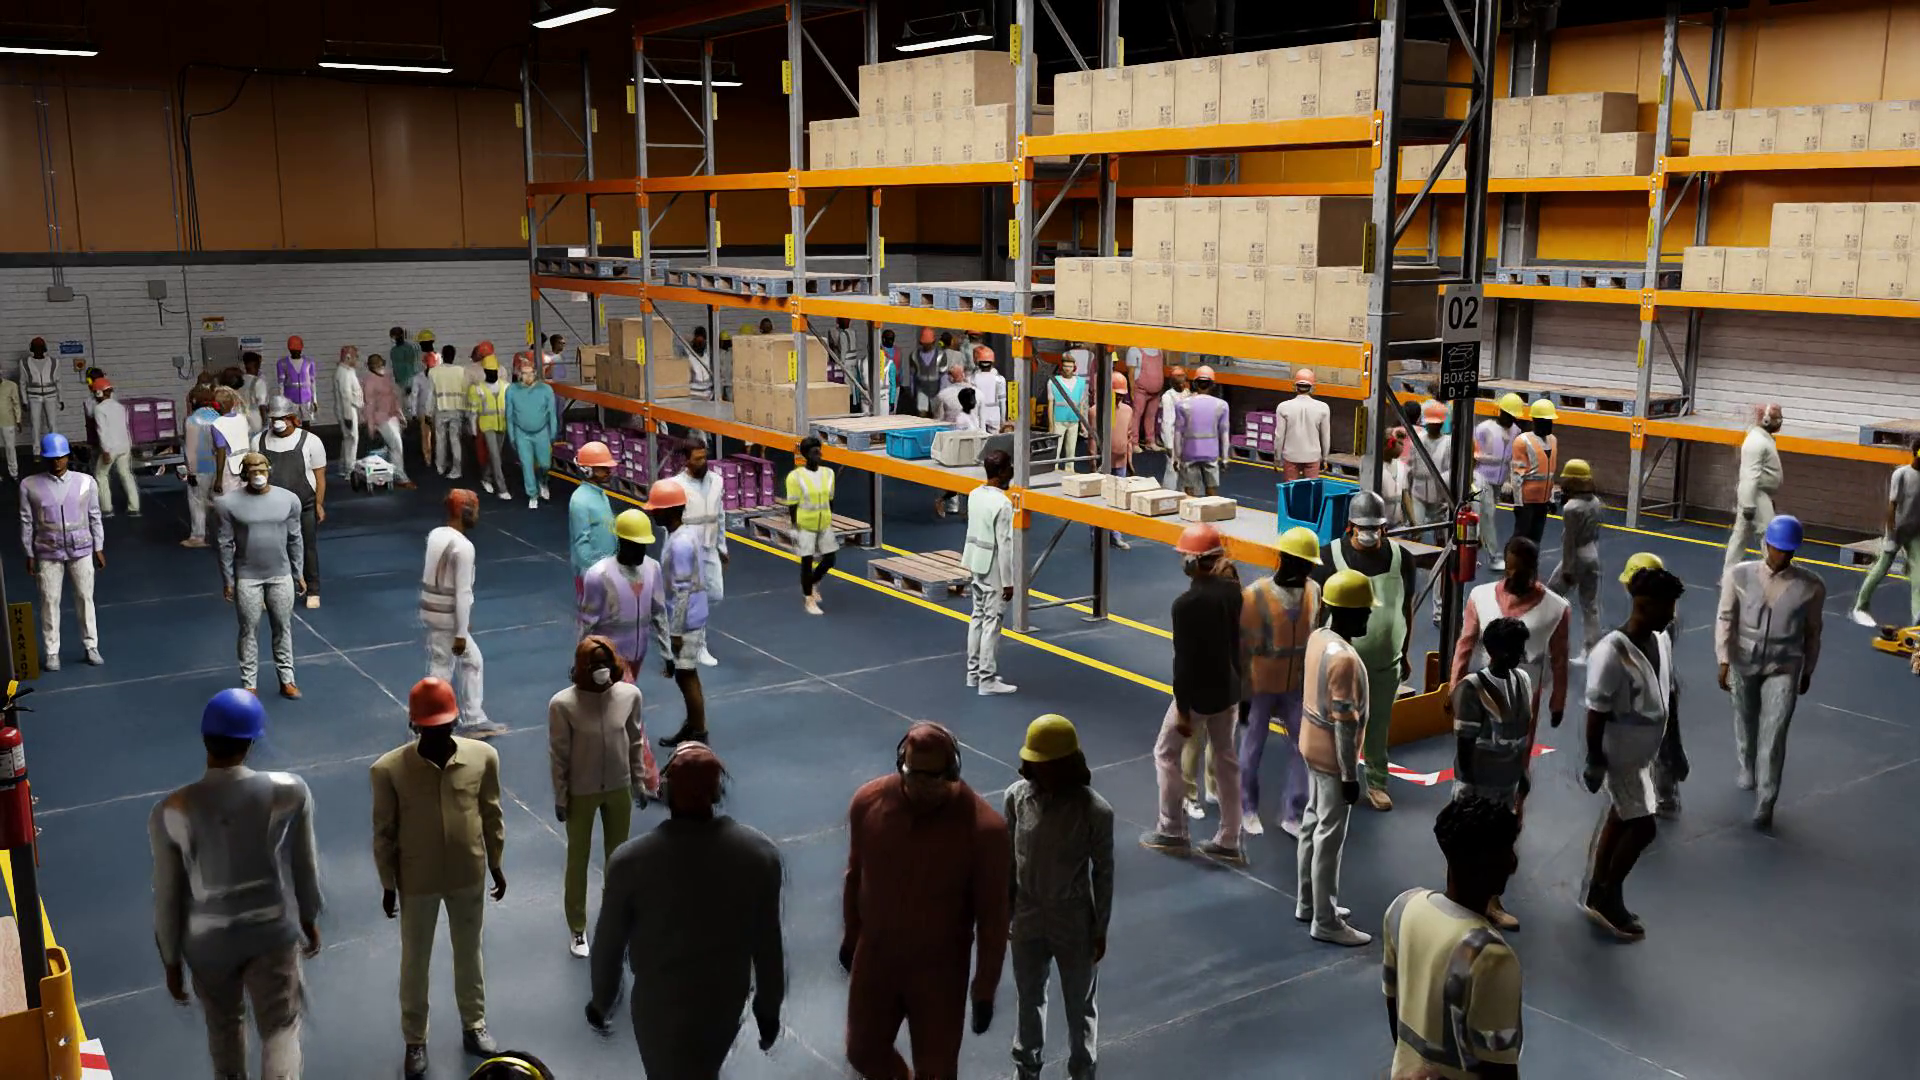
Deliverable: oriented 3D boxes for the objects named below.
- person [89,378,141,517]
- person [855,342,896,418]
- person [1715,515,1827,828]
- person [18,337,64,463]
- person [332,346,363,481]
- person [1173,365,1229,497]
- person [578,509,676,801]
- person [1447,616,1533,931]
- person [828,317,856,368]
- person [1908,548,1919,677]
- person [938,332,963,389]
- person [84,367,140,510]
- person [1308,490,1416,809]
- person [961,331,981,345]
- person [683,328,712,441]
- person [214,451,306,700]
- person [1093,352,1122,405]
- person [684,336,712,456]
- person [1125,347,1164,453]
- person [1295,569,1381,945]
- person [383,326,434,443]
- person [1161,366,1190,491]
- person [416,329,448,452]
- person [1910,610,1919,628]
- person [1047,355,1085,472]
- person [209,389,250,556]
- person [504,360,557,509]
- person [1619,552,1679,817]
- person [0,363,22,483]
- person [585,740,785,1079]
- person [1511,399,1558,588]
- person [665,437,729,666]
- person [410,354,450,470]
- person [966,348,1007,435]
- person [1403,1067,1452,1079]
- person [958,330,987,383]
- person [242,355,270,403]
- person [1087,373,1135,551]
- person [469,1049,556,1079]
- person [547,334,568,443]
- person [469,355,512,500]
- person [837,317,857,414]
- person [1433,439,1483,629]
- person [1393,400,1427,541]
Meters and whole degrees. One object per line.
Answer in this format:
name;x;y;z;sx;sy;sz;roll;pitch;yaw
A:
person;-10.453;-1.130;20.450;0.679;1.715;0.579;1;11;7
person;-1.281;-2.099;25.113;0.627;1.840;0.429;2;11;12
person;5.042;0.754;10.399;0.590;1.898;1.045;6;13;28
person;-13.805;-2.106;25.023;0.573;1.887;0.353;-7;13;-33
person;-8.579;-1.766;23.289;0.447;1.891;0.679;-4;12;-21
person;2.719;-0.959;18.826;0.612;2.024;0.420;0;11;2
person;-2.150;0.711;10.689;1.006;1.862;0.587;8;13;34
person;2.727;1.213;8.537;0.530;1.692;0.321;-7;13;-33
person;-2.282;-3.449;32.000;0.563;1.847;0.388;-7;13;-33
person;7.919;0.111;13.323;0.408;2.027;0.626;7;13;30
person;-0.164;-2.388;26.572;0.559;1.848;0.456;-1;11;-6
person;-10.622;-1.228;20.635;0.633;1.850;0.530;4;12;20
person;2.498;0.688;10.330;0.688;2.000;0.536;0;11;0
person;0.199;-2.909;29.032;0.468;1.932;0.664;4;12;21
person;-4.267;-2.539;27.313;0.624;1.882;0.723;-9;14;-40
person;-5.302;0.283;12.665;0.627;1.941;0.370;-7;13;-33
person;2.167;-1.898;24.270;0.523;1.769;0.316;-7;13;-33
person;-3.965;-2.220;25.696;0.564;1.843;0.899;-7;13;-33
person;2.951;-2.388;26.072;0.673;2.000;0.535;-7;13;-33
person;1.931;1.096;8.531;0.375;1.929;0.585;0;11;-2
person;-9.064;-2.562;27.338;0.653;1.911;0.914;9;14;39
person;2.653;-1.250;20.716;0.403;1.872;0.619;7;13;32
person;-8.313;-2.350;26.175;0.382;1.923;0.593;-8;13;-34
person;8.379;0.135;13.929;0.533;1.735;0.827;-1;11;-3
person;1.421;-1.568;22.395;0.564;1.839;0.396;-5;12;-25
person;-7.873;-0.713;18.011;0.395;1.841;0.564;1;11;8
person;-5.451;-1.351;21.161;0.637;1.890;0.517;-3;12;-17
person;4.186;0.917;10.070;0.491;1.706;0.509;5;12;23
person;-13.277;-1.640;22.979;0.561;1.753;0.327;-7;13;-33
person;-0.936;1.645;5.922;0.644;1.860;1.004;-7;13;-33
person;5.633;-0.419;16.285;0.584;1.929;0.371;-7;13;-33
person;-2.221;0.075;13.808;0.584;1.905;0.602;9;14;39
person;-7.723;-1.870;24.310;0.595;1.685;0.941;-6;13;-28
person;0.349;-1.605;22.354;0.551;1.925;0.373;0;11;-2
person;1.150;2.083;4.298;0.522;1.615;0.732;-5;12;-22
person;0.247;-2.646;27.738;0.572;1.914;0.668;-6;12;-26
person;-10.572;-1.971;24.976;0.522;1.636;0.311;4;12;21
person;1.674;-0.853;18.360;0.609;1.986;0.393;-7;13;-33
person;-0.990;2.045;3.824;0.521;1.873;0.334;1;11;5
person;-6.415;-2.358;26.454;0.352;1.837;0.502;4;12;18
person;-6.182;-1.493;22.001;0.599;1.912;0.959;-10;15;-42
person;-2.109;-3.279;31.037;0.339;1.882;0.581;4;12;20
person;4.483;-0.061;14.895;0.561;1.753;0.327;-7;13;-33
person;4.965;-0.692;18.327;0.530;1.686;0.485;1;11;6
